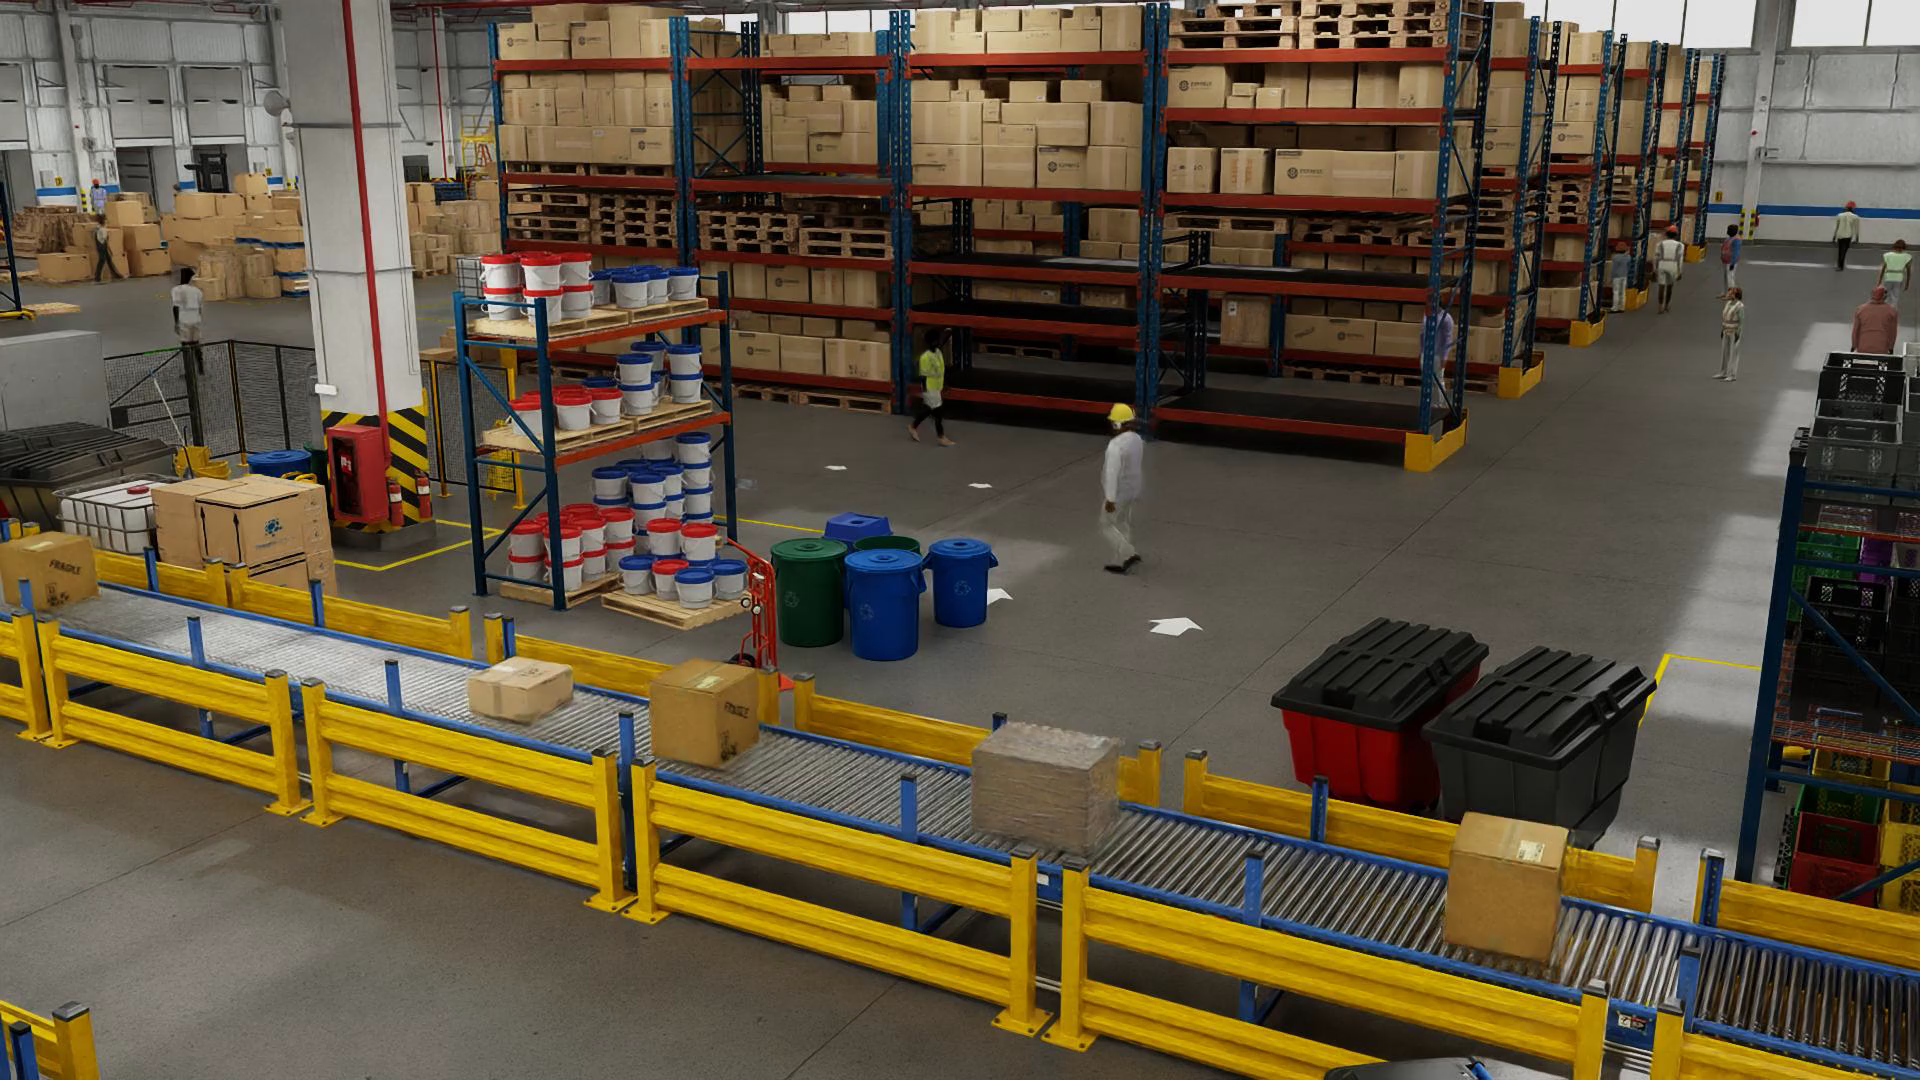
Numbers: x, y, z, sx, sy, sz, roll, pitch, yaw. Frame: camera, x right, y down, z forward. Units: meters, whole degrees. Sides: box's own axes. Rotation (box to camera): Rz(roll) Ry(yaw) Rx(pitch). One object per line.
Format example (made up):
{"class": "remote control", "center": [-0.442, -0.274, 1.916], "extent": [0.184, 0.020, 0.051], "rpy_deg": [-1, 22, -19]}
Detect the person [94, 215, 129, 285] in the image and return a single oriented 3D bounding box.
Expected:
{"class": "person", "center": [-22.546, -7.672, 43.999], "extent": [0.956, 1.799, 0.542], "rpy_deg": [-13, 20, -40]}

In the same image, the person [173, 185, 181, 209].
{"class": "person", "center": [-29.726, -12.695, 63.277], "extent": [0.839, 1.591, 0.557], "rpy_deg": [-10, 18, -33]}

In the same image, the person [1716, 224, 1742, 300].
{"class": "person", "center": [18.764, -6.772, 40.552], "extent": [0.429, 1.839, 0.633], "rpy_deg": [2, 15, 7]}

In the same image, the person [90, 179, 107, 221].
{"class": "person", "center": [-31.737, -12.340, 61.299], "extent": [0.551, 1.932, 0.377], "rpy_deg": [-2, 15, -7]}

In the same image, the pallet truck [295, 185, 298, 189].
{"class": "pallet truck", "center": [-26.804, -14.617, 69.738], "extent": [1.885, 1.965, 0.823], "rpy_deg": [-14, 20, -42]}

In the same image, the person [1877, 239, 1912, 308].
{"class": "person", "center": [20.443, -5.658, 36.389], "extent": [0.606, 1.817, 0.796], "rpy_deg": [9, 17, 29]}

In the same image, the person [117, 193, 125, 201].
{"class": "person", "center": [-26.101, -9.878, 52.097], "extent": [0.646, 1.914, 0.803], "rpy_deg": [6, 16, 20]}

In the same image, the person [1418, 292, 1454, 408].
{"class": "person", "center": [7.289, -2.843, 25.592], "extent": [0.371, 1.940, 0.627], "rpy_deg": [-7, 16, -25]}

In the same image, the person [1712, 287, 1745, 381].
{"class": "person", "center": [13.446, -3.594, 28.982], "extent": [0.315, 1.641, 0.515], "rpy_deg": [-2, 15, -8]}

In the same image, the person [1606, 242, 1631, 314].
{"class": "person", "center": [14.997, -5.964, 37.932], "extent": [0.643, 1.624, 0.332], "rpy_deg": [-6, 16, -20]}

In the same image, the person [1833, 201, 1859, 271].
{"class": "person", "center": [25.312, -8.657, 47.419], "extent": [0.966, 1.946, 0.648], "rpy_deg": [-11, 18, -35]}

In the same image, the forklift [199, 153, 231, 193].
{"class": "forklift", "center": [-27.440, -12.865, 61.464], "extent": [1.873, 2.768, 1.129], "rpy_deg": [8, 17, 28]}

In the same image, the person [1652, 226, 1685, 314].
{"class": "person", "center": [16.212, -6.196, 38.109], "extent": [0.623, 1.994, 1.032], "rpy_deg": [7, 16, 23]}

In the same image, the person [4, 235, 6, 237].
{"class": "person", "center": [-33.832, -11.590, 58.602], "extent": [0.609, 1.872, 0.414], "rpy_deg": [13, 20, 41]}

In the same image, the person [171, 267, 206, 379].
{"class": "person", "center": [-13.634, -3.814, 29.291], "extent": [0.378, 1.931, 0.775], "rpy_deg": [5, 16, 19]}

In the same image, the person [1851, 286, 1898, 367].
{"class": "person", "center": [14.654, -3.116, 26.693], "extent": [0.638, 1.902, 0.406], "rpy_deg": [9, 18, 31]}

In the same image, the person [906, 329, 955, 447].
{"class": "person", "center": [-0.440, -2.170, 23.567], "extent": [0.787, 1.671, 0.529], "rpy_deg": [6, 16, 20]}

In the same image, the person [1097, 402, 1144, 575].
{"class": "person", "center": [1.655, -0.500, 17.012], "extent": [0.434, 1.817, 0.616], "rpy_deg": [9, 18, 31]}
